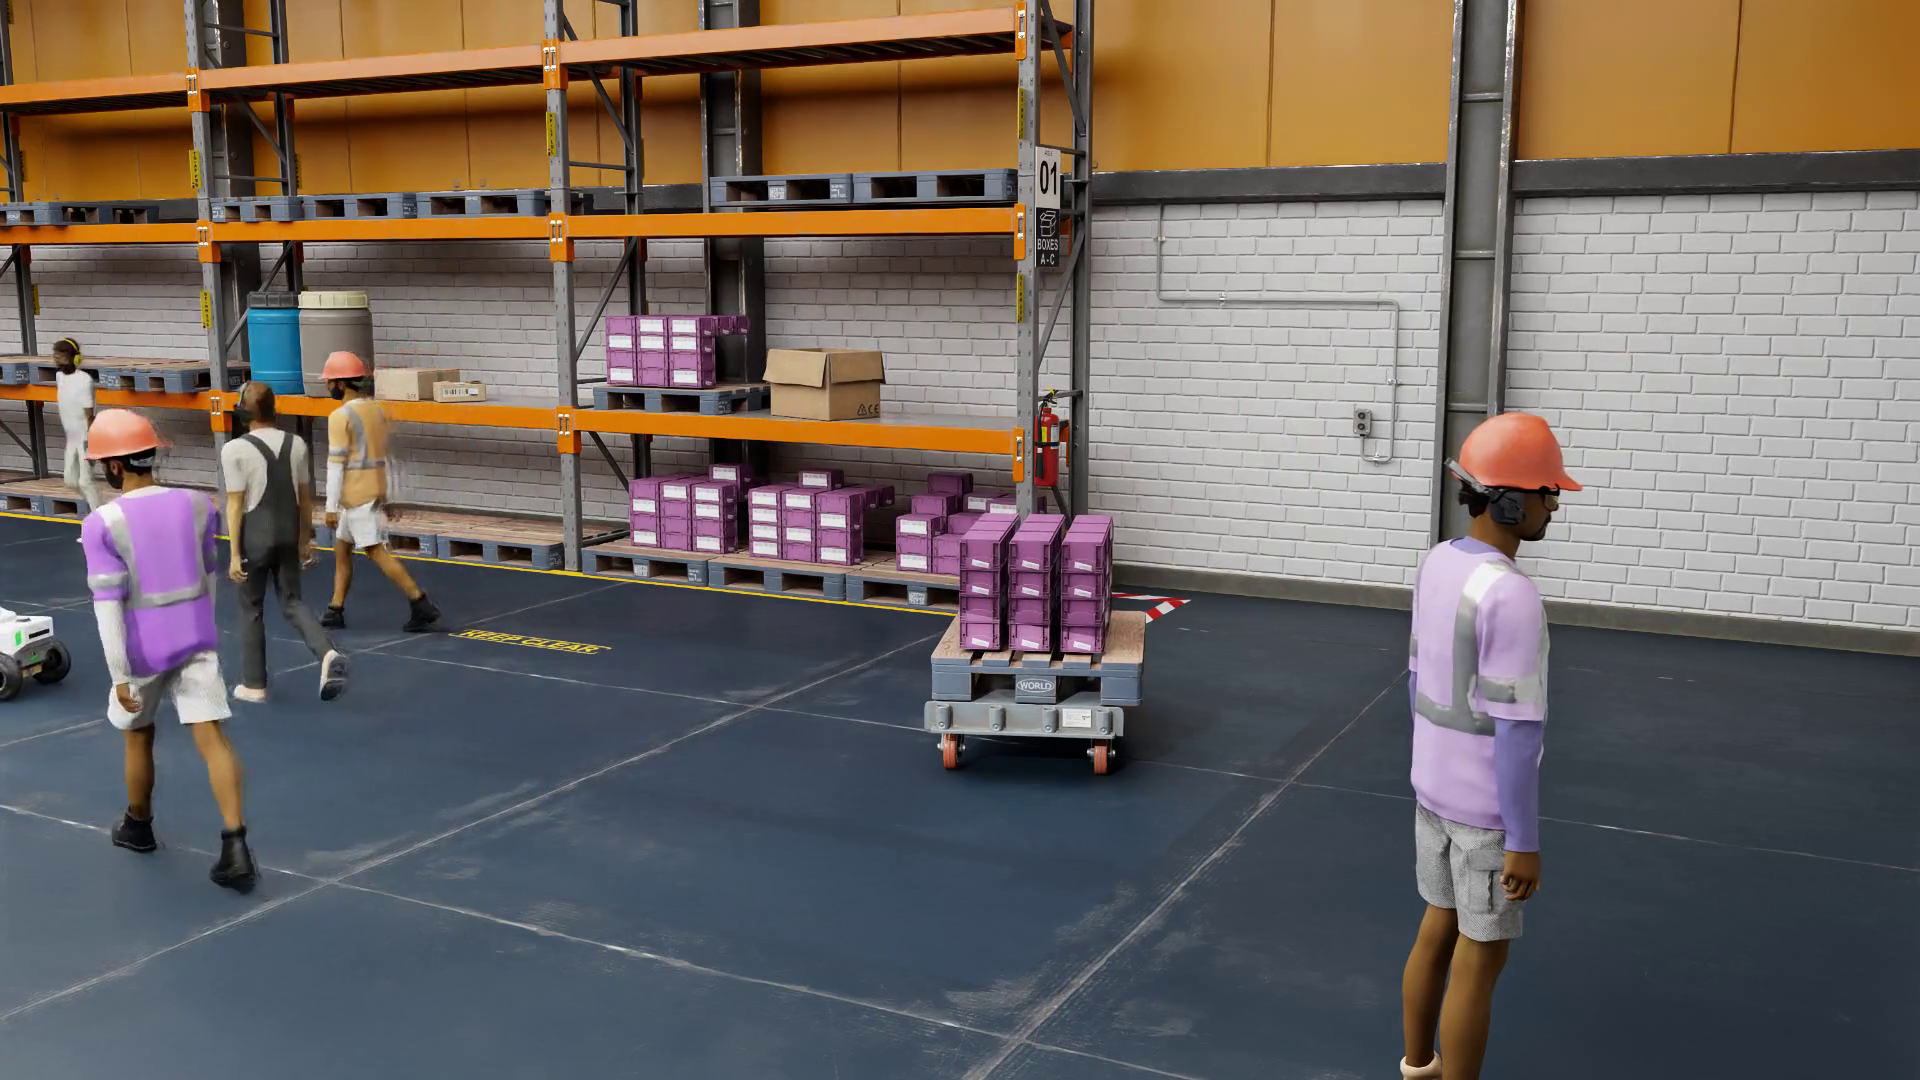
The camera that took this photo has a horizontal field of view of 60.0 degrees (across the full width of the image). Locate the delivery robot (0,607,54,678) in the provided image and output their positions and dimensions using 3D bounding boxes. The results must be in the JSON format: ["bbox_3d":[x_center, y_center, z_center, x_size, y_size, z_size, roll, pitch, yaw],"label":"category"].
[{"bbox_3d":[-5.586,0.555,9.504,0.707,0.478,0.477,1,9,7],"label":"delivery robot"}]

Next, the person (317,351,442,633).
[{"bbox_3d":[-3.921,-0.304,11.015,0.979,1.896,0.552,1,9,5],"label":"person"}]

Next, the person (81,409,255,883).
[{"bbox_3d":[-3.156,0.416,6.595,1.047,1.882,0.553,8,12,42],"label":"person"}]

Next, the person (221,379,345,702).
[{"bbox_3d":[-3.758,0.029,9.172,0.744,1.826,0.517,6,11,34],"label":"person"}]

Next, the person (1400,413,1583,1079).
[{"bbox_3d":[1.415,0.679,4.454,0.388,2.041,0.615,-1,9,-5],"label":"person"}]

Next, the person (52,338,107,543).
[{"bbox_3d":[-7.746,-0.878,14.721,0.571,1.827,0.601,6,11,32],"label":"person"}]
